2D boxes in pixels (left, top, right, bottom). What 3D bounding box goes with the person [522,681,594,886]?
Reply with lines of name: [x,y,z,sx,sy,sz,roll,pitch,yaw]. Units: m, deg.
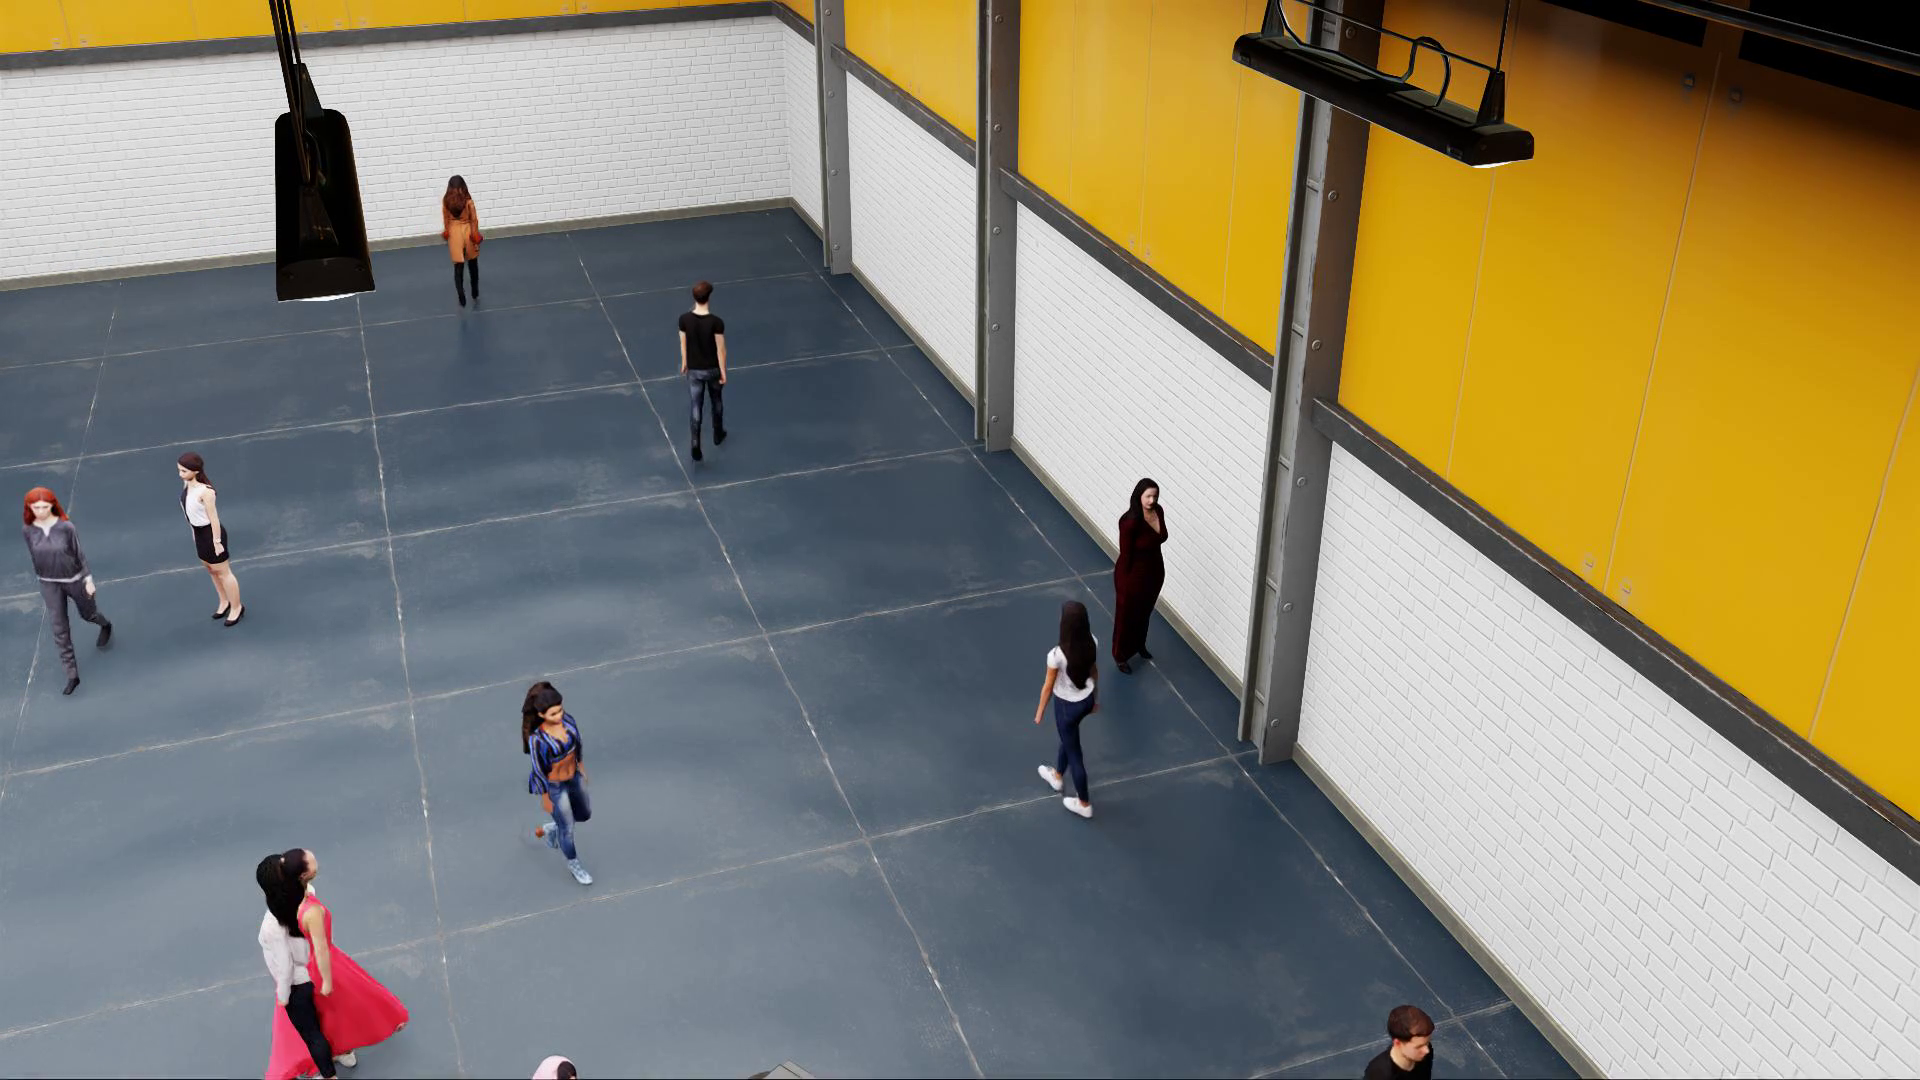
person: [-2.787,1.656,11.430,0.905,1.613,0.838,16,32,26]

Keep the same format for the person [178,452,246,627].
person: [-6.519,-0.021,14.466,0.593,1.649,0.692,21,35,34]

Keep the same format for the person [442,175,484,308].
person: [-6.407,-3.814,21.365,0.842,1.700,1.137,-3,29,-5]

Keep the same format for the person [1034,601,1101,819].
person: [0.883,1.262,12.002,0.815,1.756,0.963,-24,37,-37]

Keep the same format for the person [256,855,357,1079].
person: [-3.843,2.531,9.734,0.760,1.700,0.639,4,29,7]

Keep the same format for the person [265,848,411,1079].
person: [-3.846,2.557,9.717,1.118,1.670,1.062,19,34,30]

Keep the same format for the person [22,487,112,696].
person: [-7.351,0.326,13.733,0.766,1.742,1.194,-3,29,-6]

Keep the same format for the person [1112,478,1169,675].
person: [1.476,0.269,13.822,0.766,1.756,0.760,23,36,36]

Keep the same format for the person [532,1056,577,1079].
person: [-2.010,3.262,8.466,0.816,1.631,0.695,3,29,6]

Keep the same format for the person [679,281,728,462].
person: [-2.703,-1.746,17.399,0.949,1.869,1.253,0,29,1]

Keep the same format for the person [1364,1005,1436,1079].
person: [2.150,3.059,8.607,0.873,1.851,1.032,-24,37,-37]
